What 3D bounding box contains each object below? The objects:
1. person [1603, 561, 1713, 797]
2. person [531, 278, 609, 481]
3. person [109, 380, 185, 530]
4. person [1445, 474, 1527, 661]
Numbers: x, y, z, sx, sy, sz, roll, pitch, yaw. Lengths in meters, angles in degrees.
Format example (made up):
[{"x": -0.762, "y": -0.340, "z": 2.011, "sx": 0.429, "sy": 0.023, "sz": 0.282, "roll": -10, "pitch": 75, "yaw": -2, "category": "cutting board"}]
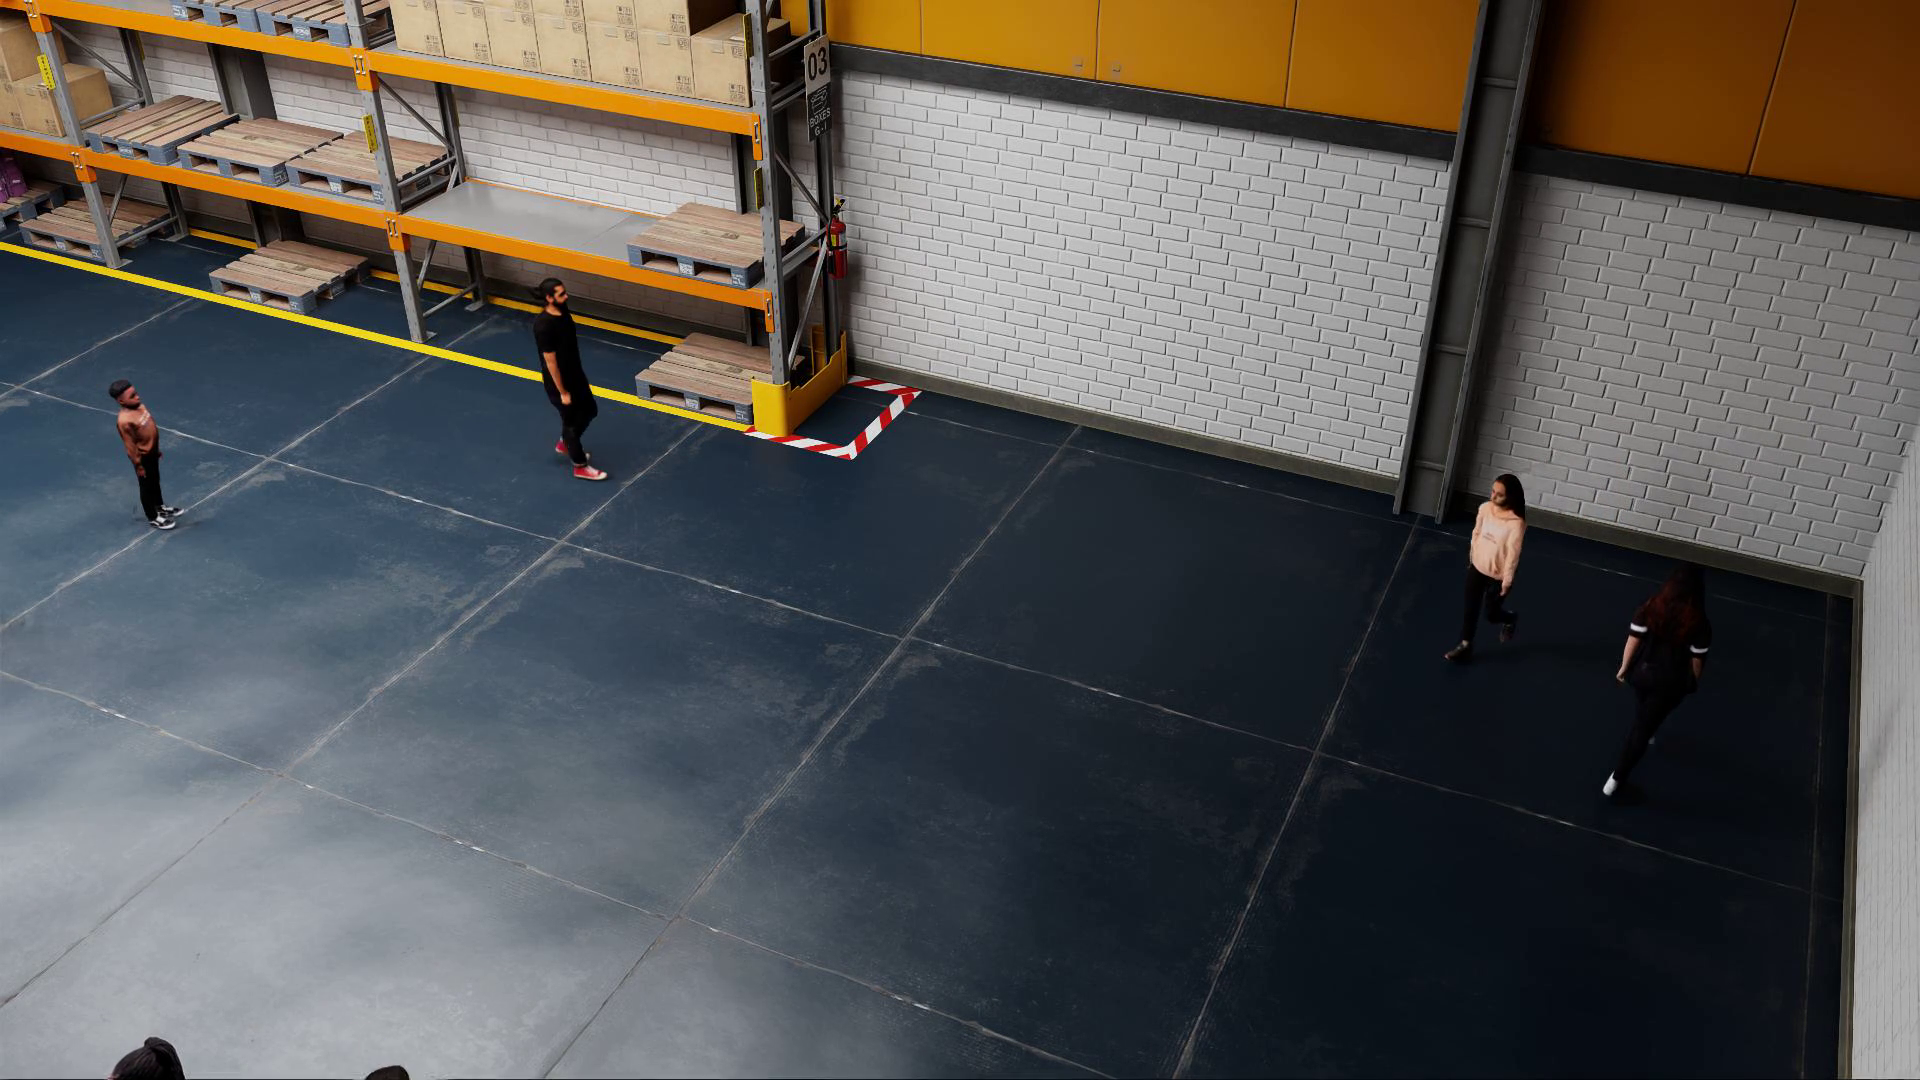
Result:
[{"x": 4.267, "y": 0.893, "z": 10.223, "sx": 1.099, "sy": 1.592, "sz": 0.837, "roll": 23, "pitch": 40, "yaw": 31, "category": "person"}, {"x": -3.221, "y": -1.290, "z": 13.364, "sx": 0.811, "sy": 1.751, "sz": 0.735, "roll": 7, "pitch": 34, "yaw": 10, "category": "person"}, {"x": -6.339, "y": -0.684, "z": 12.900, "sx": 0.588, "sy": 1.254, "sz": 0.587, "roll": 0, "pitch": 34, "yaw": -1, "category": "person"}, {"x": 3.688, "y": 0.190, "z": 11.386, "sx": 0.859, "sy": 1.475, "sz": 0.854, "roll": -20, "pitch": 38, "yaw": -27, "category": "person"}]
